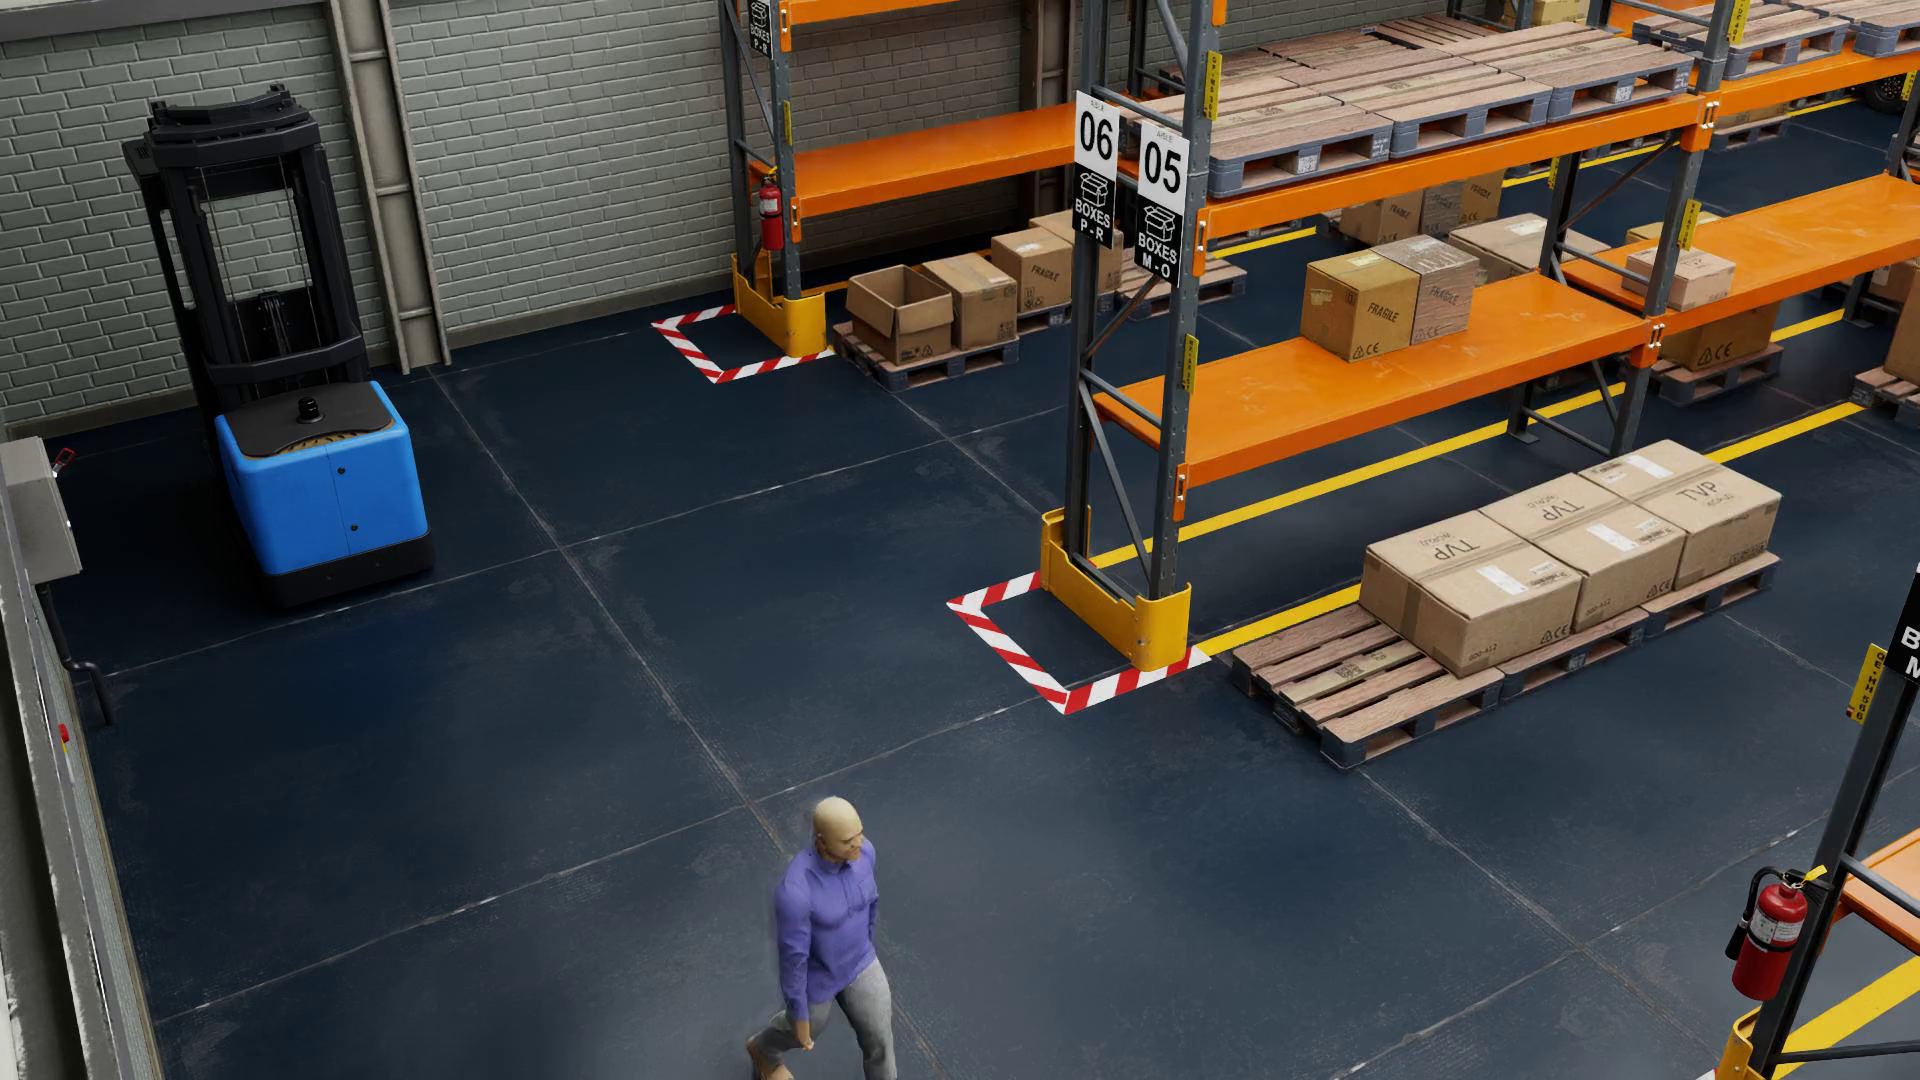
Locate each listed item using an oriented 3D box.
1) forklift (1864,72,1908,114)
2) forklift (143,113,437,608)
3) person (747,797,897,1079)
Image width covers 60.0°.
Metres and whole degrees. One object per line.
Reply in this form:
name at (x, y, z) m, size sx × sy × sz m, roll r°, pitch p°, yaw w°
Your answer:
forklift at (11.468, -5.645, 18.244) m, size 1.214 × 2.155 × 2.313 m, roll -17°, pitch 36°, yaw -26°
forklift at (-4.289, -1.259, 10.509) m, size 1.129 × 2.768 × 1.873 m, roll -17°, pitch 36°, yaw -26°
person at (-0.557, 1.722, 6.744) m, size 0.600 × 1.760 × 0.929 m, roll -27°, pitch 41°, yaw -36°
